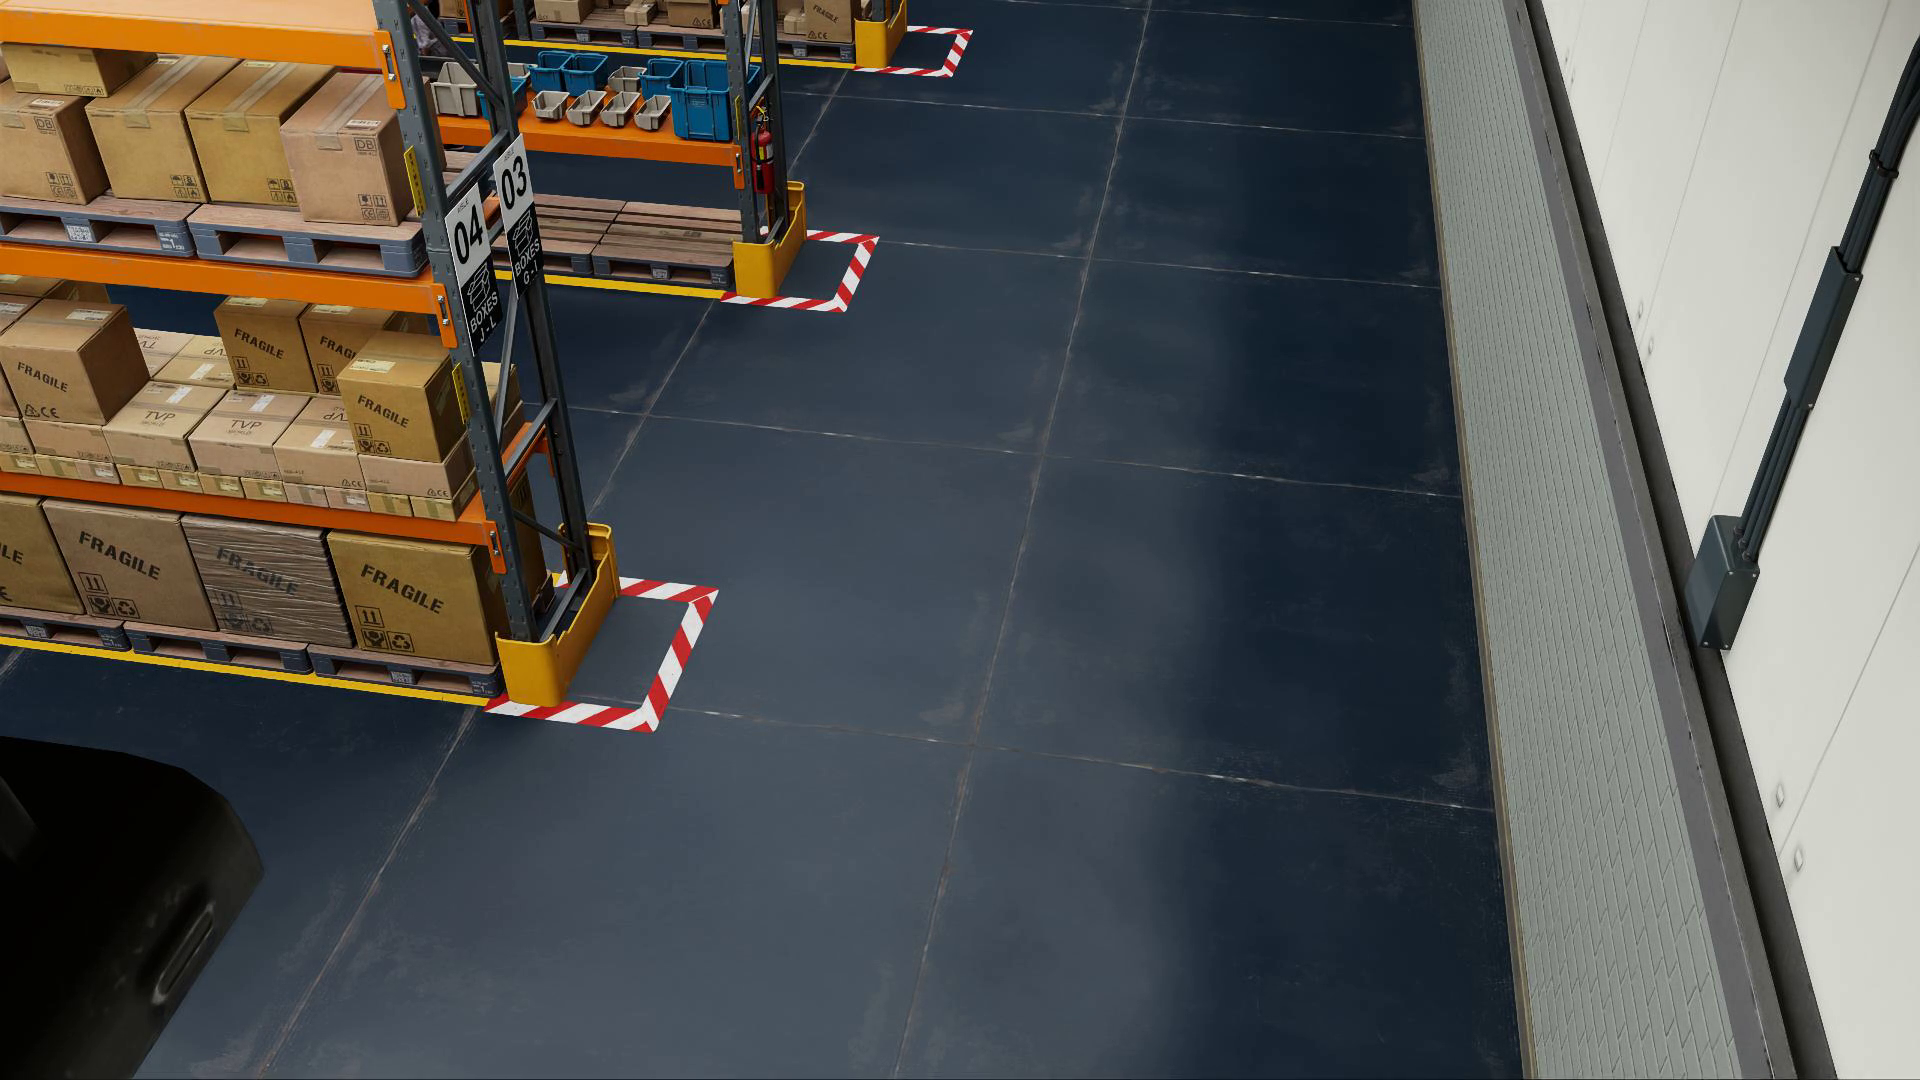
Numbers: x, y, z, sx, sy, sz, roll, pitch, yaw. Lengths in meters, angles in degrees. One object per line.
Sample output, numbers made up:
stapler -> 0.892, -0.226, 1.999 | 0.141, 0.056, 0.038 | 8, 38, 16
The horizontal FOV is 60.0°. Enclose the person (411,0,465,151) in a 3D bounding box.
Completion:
person -> -4.909, -4.521, 15.647 | 0.517, 1.733, 0.595 | 5, 38, 6
